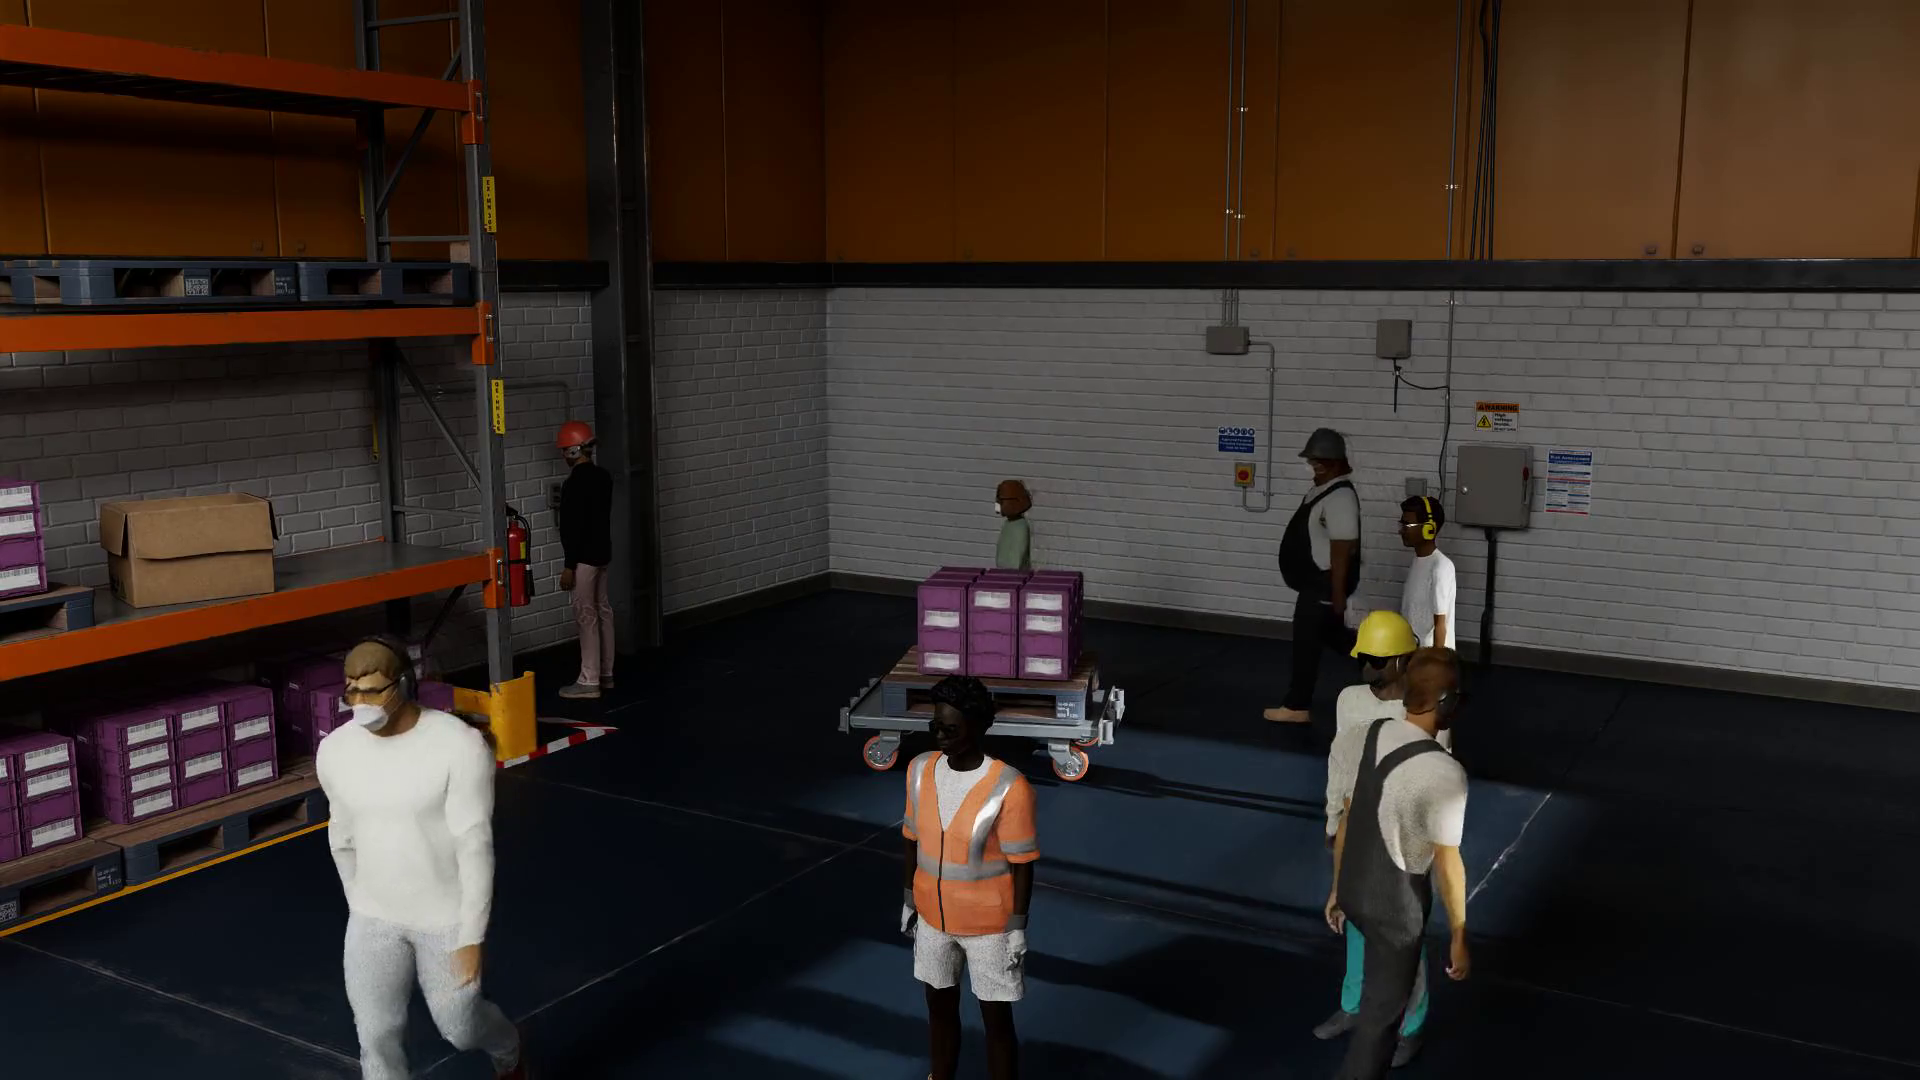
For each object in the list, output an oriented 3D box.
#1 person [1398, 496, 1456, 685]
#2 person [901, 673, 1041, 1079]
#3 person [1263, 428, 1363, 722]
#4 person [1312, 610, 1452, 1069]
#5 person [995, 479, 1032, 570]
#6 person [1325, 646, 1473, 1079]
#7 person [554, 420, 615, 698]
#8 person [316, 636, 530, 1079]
[{"bbox_3d":[2.485,0.684,8.930,0.323,1.862,0.510,0,9,0],"label":"person"},{"bbox_3d":[0.017,1.284,5.678,0.540,1.695,0.317,6,11,34],"label":"person"},{"bbox_3d":[2.553,0.224,11.225,0.876,2.000,0.676,1,9,8],"label":"person"},{"bbox_3d":[1.616,1.136,6.387,0.326,1.767,0.533,-8,12,-39],"label":"person"},{"bbox_3d":[0.343,0.389,11.495,0.368,1.619,0.506,-2,9,-12],"label":"person"},{"bbox_3d":[1.472,1.246,5.557,0.538,1.804,0.538,-3,10,-18],"label":"person"},{"bbox_3d":[-2.691,0.134,11.934,0.382,1.993,0.609,2,9,12],"label":"person"},{"bbox_3d":[-1.771,1.209,5.515,0.630,1.907,0.851,1,9,8],"label":"person"}]
